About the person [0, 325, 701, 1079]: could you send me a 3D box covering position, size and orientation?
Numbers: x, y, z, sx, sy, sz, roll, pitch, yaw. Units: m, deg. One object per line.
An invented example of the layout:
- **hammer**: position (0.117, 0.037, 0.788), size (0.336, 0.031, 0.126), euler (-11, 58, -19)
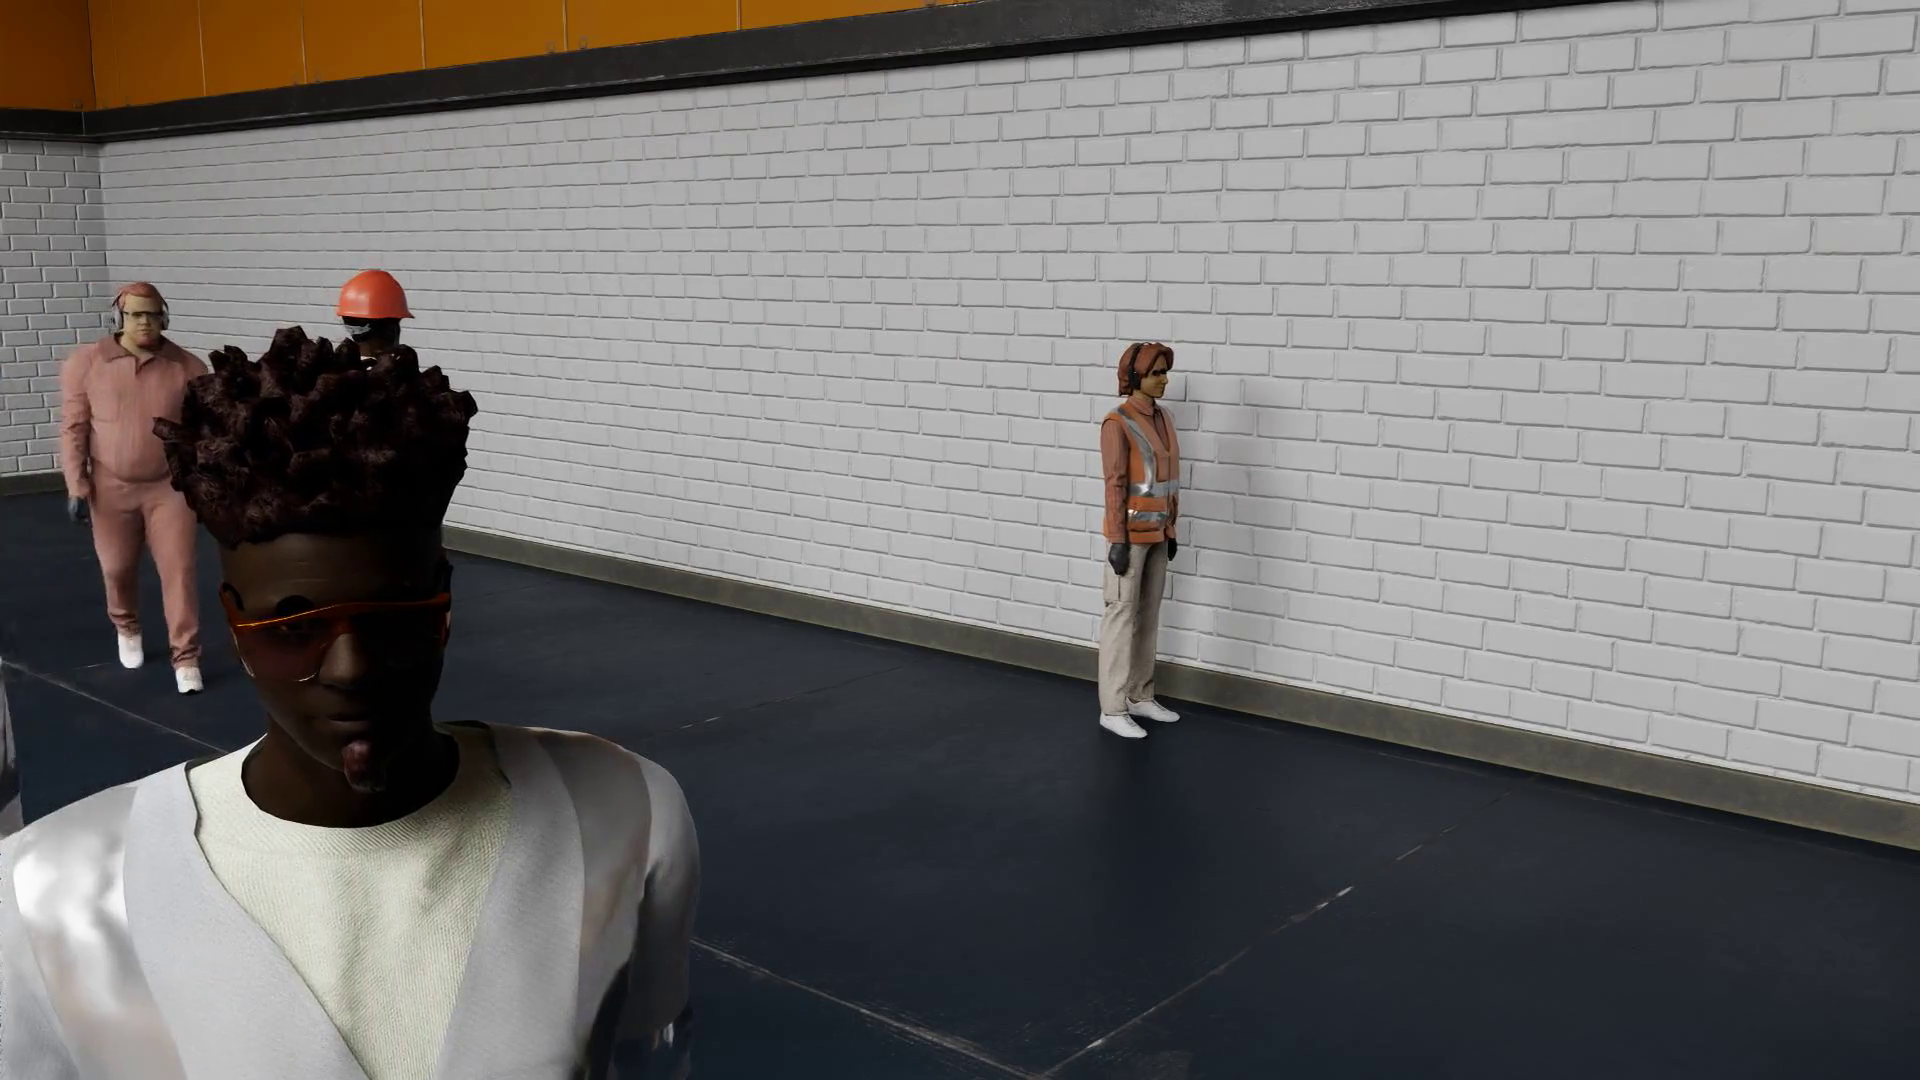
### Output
- **person**: position (-0.481, 0.807, 1.413), size (0.614, 1.957, 0.362), euler (-6, 12, -32)

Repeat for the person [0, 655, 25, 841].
- **person**: position (-1.730, 0.633, 2.666), size (0.604, 1.864, 0.422), euler (10, 14, 44)

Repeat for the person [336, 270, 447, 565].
- **person**: position (-2.194, -0.047, 6.343), size (0.545, 1.938, 0.361), euler (3, 10, 17)

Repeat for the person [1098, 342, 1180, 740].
- **person**: position (0.752, -0.006, 6.956), size (0.306, 1.639, 0.523), euler (7, 12, 33)

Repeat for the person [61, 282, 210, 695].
- **person**: position (-3.811, -0.264, 7.765), size (0.645, 1.874, 0.910), euler (-5, 11, -25)
